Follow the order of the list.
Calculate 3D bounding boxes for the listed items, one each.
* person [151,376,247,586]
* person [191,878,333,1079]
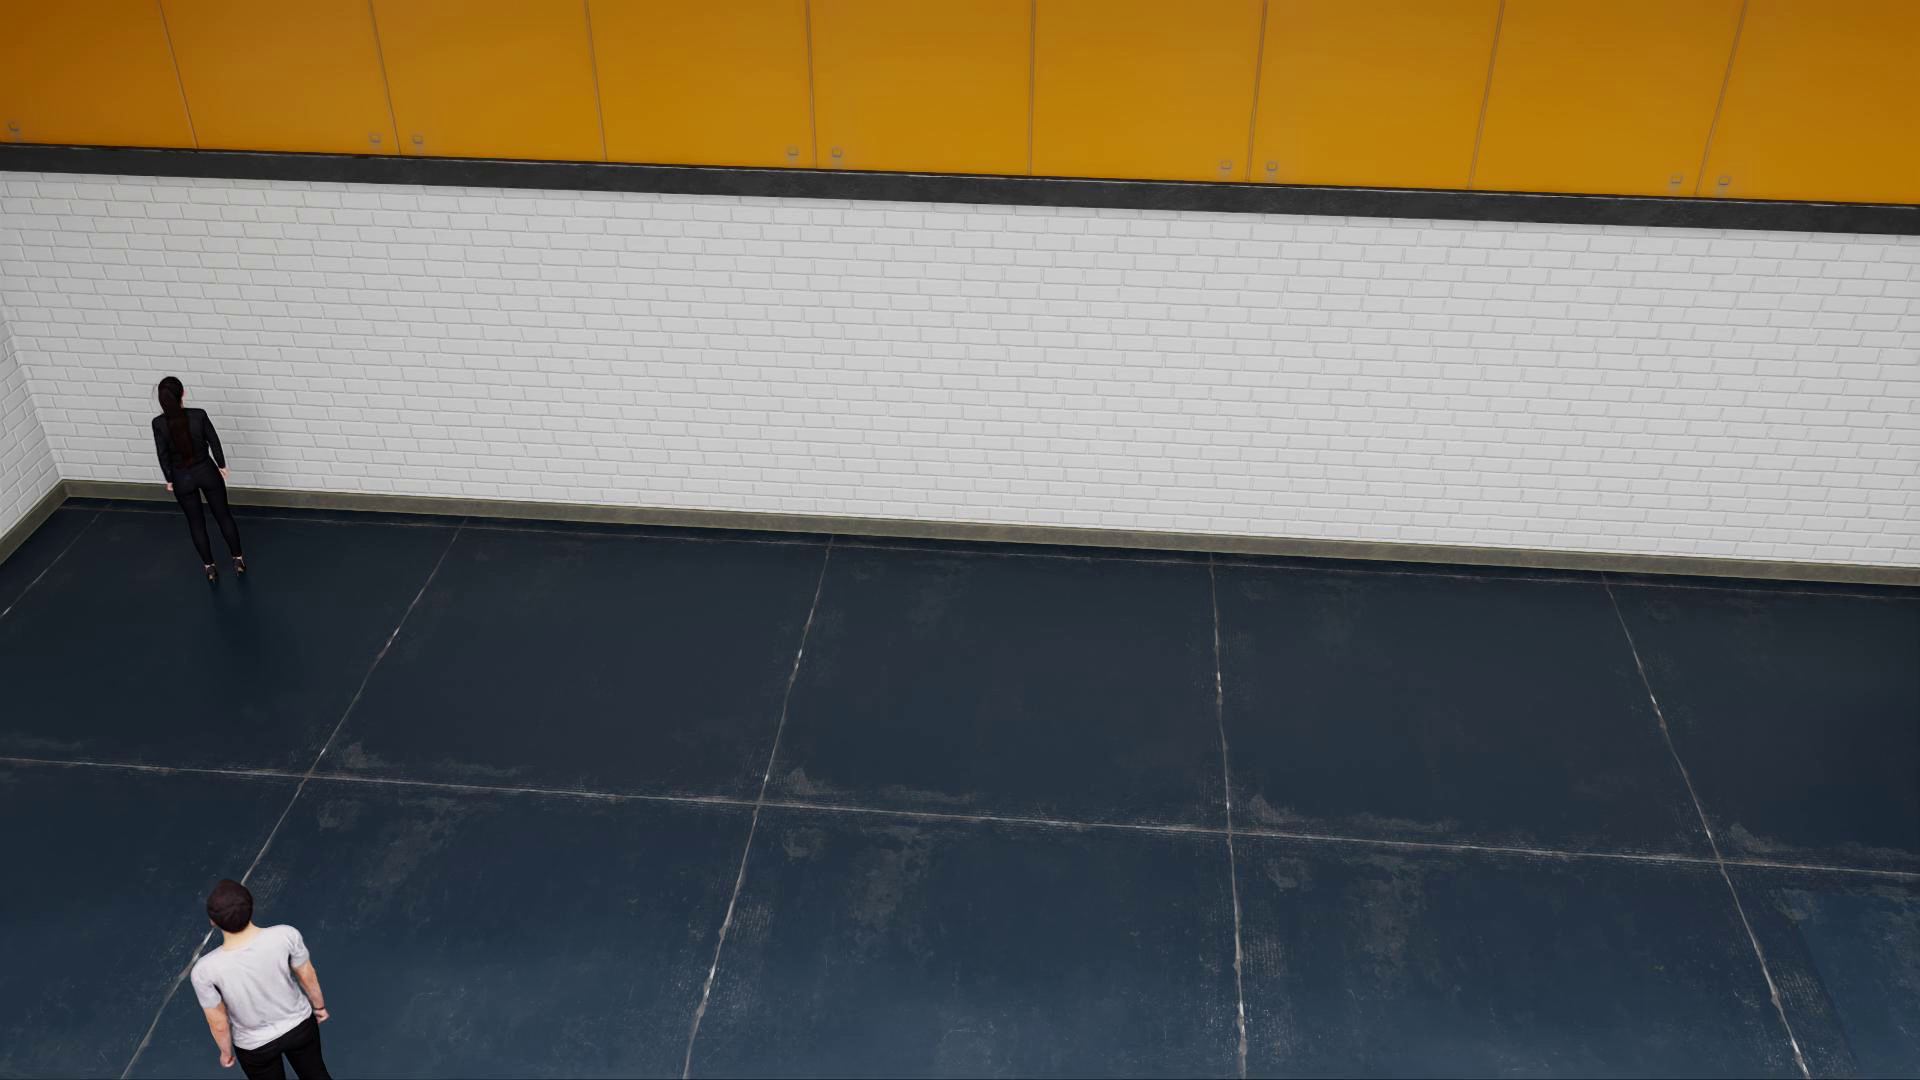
[{"bbox_3d":[-5.671,-0.454,12.365,0.651,1.711,0.657,-16,37,-23],"label":"person"},{"bbox_3d":[-3.299,2.360,7.996,0.738,1.862,0.781,-22,40,-30],"label":"person"}]
